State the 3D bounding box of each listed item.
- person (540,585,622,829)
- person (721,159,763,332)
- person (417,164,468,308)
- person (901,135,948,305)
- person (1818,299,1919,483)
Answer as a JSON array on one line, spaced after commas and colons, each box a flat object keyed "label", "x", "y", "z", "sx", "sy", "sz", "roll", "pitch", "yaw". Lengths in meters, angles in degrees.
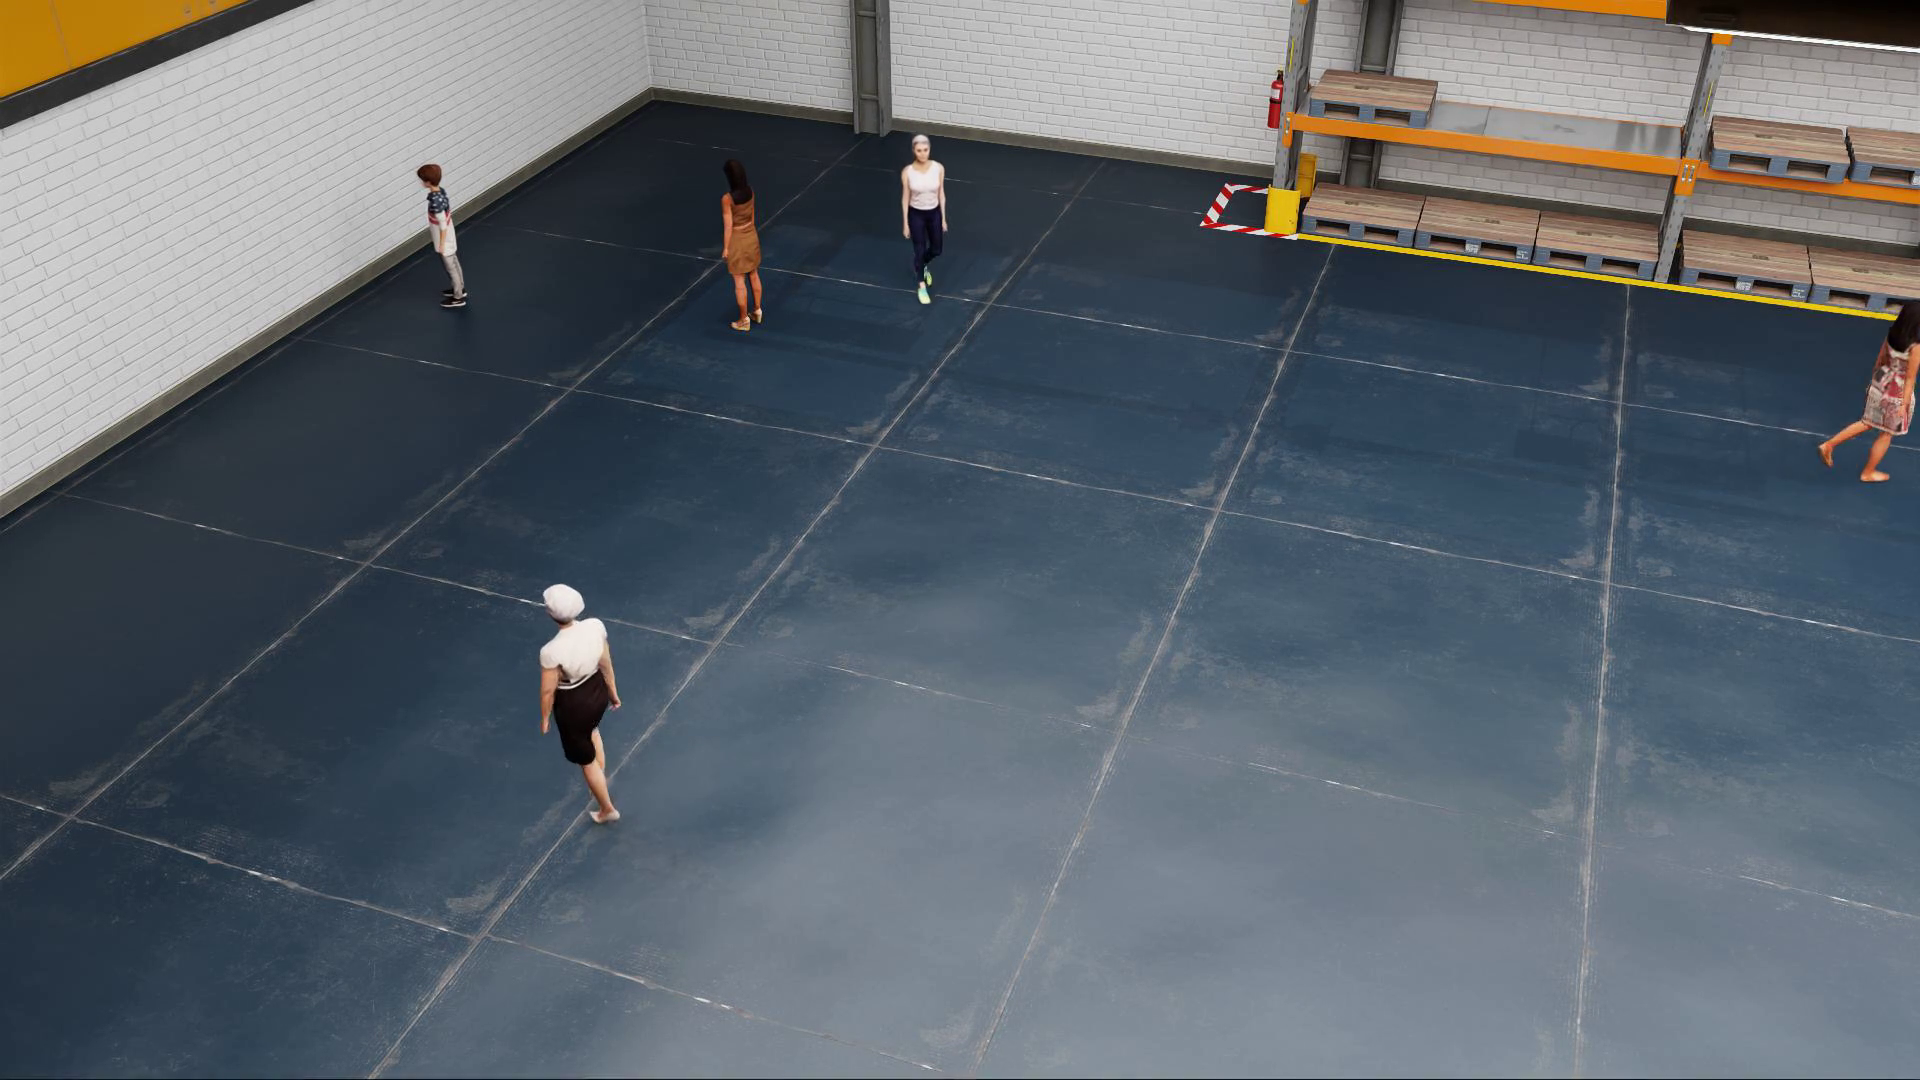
[{"label": "person", "x": -2.193, "y": 1.048, "z": 9.937, "sx": 0.794, "sy": 1.740, "sz": 0.737, "roll": 22, "pitch": 39, "yaw": 29}, {"label": "person", "x": -2.072, "y": -2.799, "z": 15.774, "sx": 0.579, "sy": 1.686, "sz": 0.604, "roll": 20, "pitch": 39, "yaw": 28}, {"label": "person", "x": -5.057, "y": -3.005, "z": 16.304, "sx": 0.595, "sy": 1.443, "sz": 0.586, "roll": -4, "pitch": 34, "yaw": -6}, {"label": "person", "x": -0.378, "y": -3.188, "z": 16.356, "sx": 0.830, "sy": 1.689, "sz": 0.879, "roll": -9, "pitch": 35, "yaw": -14}, {"label": "person", "x": 7.405, "y": -1.176, "z": 13.382, "sx": 0.970, "sy": 1.631, "sz": 0.824, "roll": -1, "pitch": 34, "yaw": -2}]
